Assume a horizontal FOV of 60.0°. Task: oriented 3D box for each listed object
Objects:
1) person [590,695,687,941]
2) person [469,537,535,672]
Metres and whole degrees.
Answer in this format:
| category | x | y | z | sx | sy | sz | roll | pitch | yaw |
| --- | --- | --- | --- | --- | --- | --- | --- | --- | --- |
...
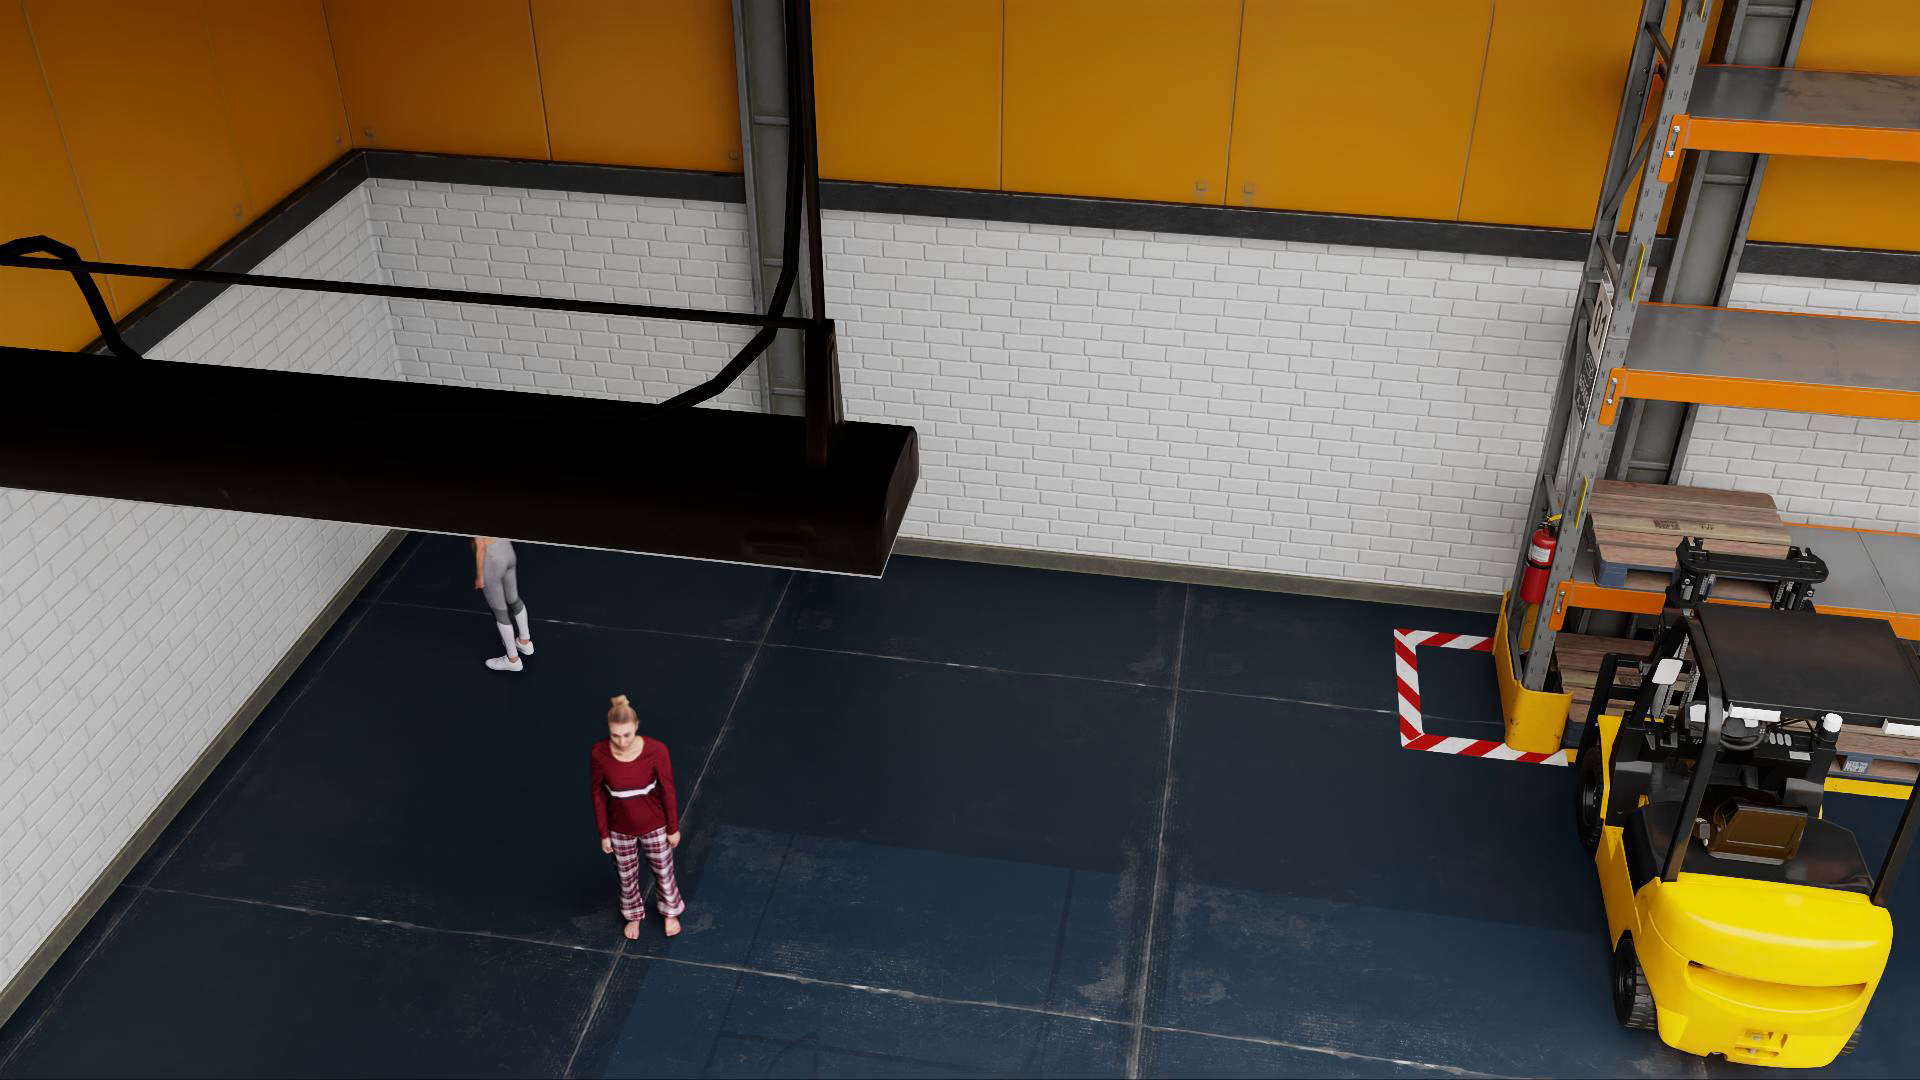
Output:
| category | x | y | z | sx | sy | sz | roll | pitch | yaw |
| --- | --- | --- | --- | --- | --- | --- | --- | --- | --- |
| person | -1.795 | 1.567 | 9.284 | 0.559 | 1.697 | 0.725 | -4 | 34 | -6 |
| person | -3.191 | 0.145 | 11.415 | 0.546 | 1.704 | 0.588 | 9 | 35 | 13 |
